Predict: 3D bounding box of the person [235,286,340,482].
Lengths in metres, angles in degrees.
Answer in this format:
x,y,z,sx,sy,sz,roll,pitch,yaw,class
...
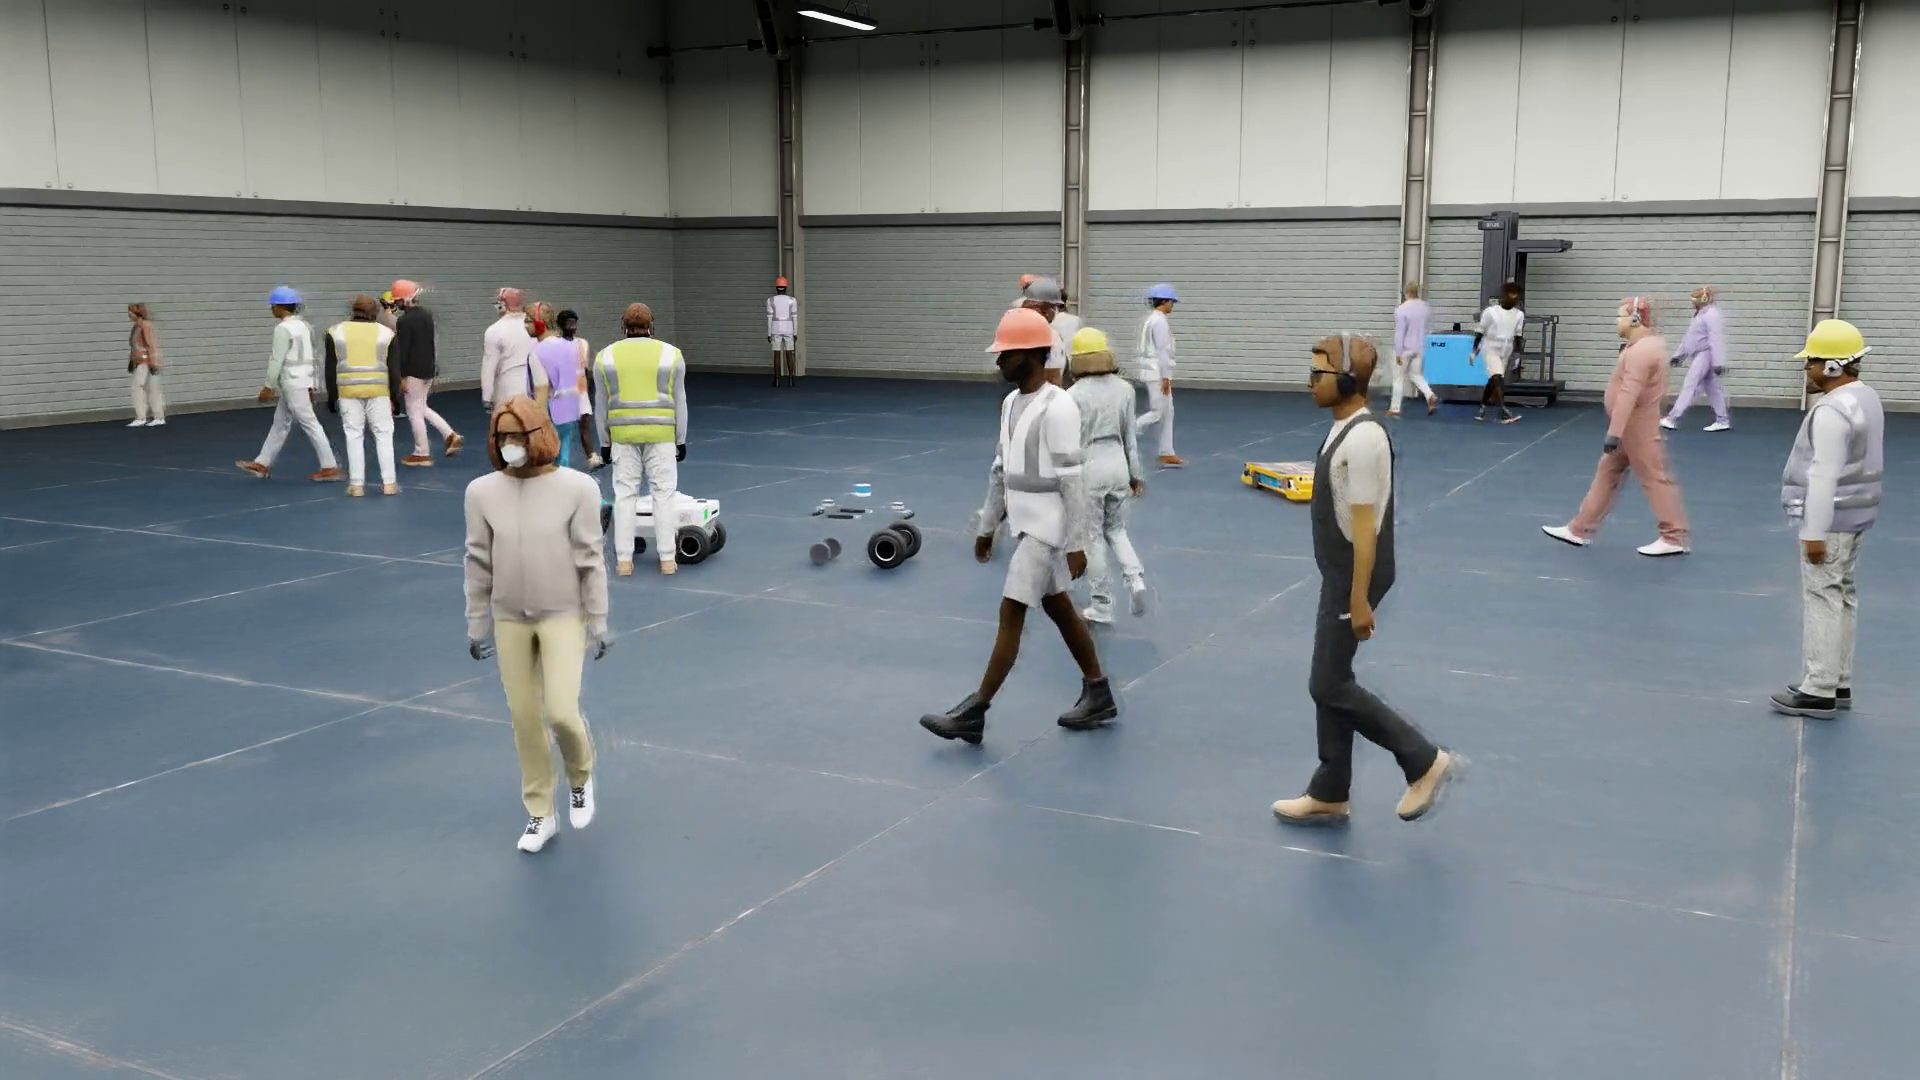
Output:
x,y,z,sx,sy,sz,roll,pitch,yaw,class
-6.549,-1.504,16.138,1.028,1.886,0.609,-1,9,-8,person

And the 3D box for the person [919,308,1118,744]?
x,y,z,sx,sy,sz,roll,pitch,yaw,class
0.299,-0.065,7.294,0.994,1.882,0.566,-3,10,-20,person

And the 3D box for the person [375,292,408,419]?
x,y,z,sx,sy,sz,roll,pitch,yaw,class
-7.929,-2.575,23.177,0.518,1.757,0.341,5,11,29,person

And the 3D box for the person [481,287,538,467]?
x,y,z,sx,sy,sz,roll,pitch,yaw,class
-4.064,-1.345,15.144,0.413,1.894,0.676,7,12,38,person

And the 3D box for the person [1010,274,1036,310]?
x,y,z,sx,sy,sz,roll,pitch,yaw,class
1.058,-2.729,23.374,0.771,2.004,0.406,5,10,26,person

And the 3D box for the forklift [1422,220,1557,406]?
x,y,z,sx,sy,sz,roll,pitch,yaw,class
8.245,-3.527,25.720,1.873,2.768,1.129,5,10,27,forklift

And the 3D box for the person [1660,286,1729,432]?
x,y,z,sx,sy,sz,roll,pitch,yaw,class
9.398,-2.304,21.220,1.015,1.852,0.651,2,9,14,person

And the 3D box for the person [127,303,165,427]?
x,y,z,sx,sy,sz,roll,pitch,yaw,class
-10.770,-2.281,21.786,0.636,1.618,0.513,-7,11,-35,person

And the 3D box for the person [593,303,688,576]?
x,y,z,sx,sy,sz,roll,pitch,yaw,class
-2.158,-0.685,11.302,0.619,1.836,0.431,-1,9,-3,person

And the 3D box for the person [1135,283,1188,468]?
x,y,z,sx,sy,sz,roll,pitch,yaw,class
1.988,-1.708,17.334,0.748,1.918,0.619,1,9,4,person

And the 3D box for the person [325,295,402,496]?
x,y,z,sx,sy,sz,roll,pitch,yaw,class
-5.446,-1.314,15.232,0.663,1.819,0.430,-3,10,-18,person

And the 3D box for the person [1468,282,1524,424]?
x,y,z,sx,sy,sz,roll,pitch,yaw,class
7.287,-2.544,22.578,0.664,1.892,0.989,-3,10,-16,person

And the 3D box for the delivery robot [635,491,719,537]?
x,y,z,sx,sy,sz,roll,pitch,yaw,class
-2.100,-0.177,11.920,0.707,0.478,0.477,1,9,7,delivery robot

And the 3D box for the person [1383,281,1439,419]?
x,y,z,sx,sy,sz,roll,pitch,yaw,class
6.262,-2.613,22.942,0.635,1.915,0.788,-6,11,-31,person

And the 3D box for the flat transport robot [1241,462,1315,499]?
x,y,z,sx,sy,sz,roll,pitch,yaw,class
3.170,-0.567,15.486,0.652,0.197,1.431,-2,9,-10,flat transport robot

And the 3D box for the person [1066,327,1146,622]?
x,y,z,sx,sy,sz,roll,pitch,yaw,class
0.821,-0.361,9.601,0.513,1.717,0.473,-5,10,-26,person

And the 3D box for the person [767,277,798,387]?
x,y,z,sx,sy,sz,roll,pitch,yaw,class
-3.159,-3.699,29.550,0.551,1.937,0.357,-2,9,-11,person

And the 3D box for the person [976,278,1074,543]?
x,y,z,sx,sy,sz,roll,pitch,yaw,class
0.500,-0.972,12.545,0.911,2.000,0.692,-4,10,-24,person

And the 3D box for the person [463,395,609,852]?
x,y,z,sx,sy,sz,roll,pitch,yaw,class
-1.497,0.300,5.848,0.518,1.618,0.354,1,9,7,person

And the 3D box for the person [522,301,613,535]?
x,y,z,sx,sy,sz,roll,pitch,yaw,class
-3.014,-0.876,12.483,0.679,1.824,0.586,2,10,15,person

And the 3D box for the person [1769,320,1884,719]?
x,y,z,sx,sy,sz,roll,pitch,yaw,class
4.018,-0.099,7.706,0.403,1.826,0.597,9,13,43,person

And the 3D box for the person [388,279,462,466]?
x,y,z,sx,sy,sz,roll,pitch,yaw,class
-5.660,-1.753,17.484,0.580,1.961,0.619,2,9,10,person

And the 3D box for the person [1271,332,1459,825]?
x,y,z,sx,sy,sz,roll,pitch,yaw,class
1.480,0.162,6.061,0.560,1.834,0.510,1,9,9,person

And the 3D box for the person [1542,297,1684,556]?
x,y,z,sx,sy,sz,roll,pitch,yaw,class
4.813,-0.821,12.047,0.984,1.849,0.671,4,10,21,person

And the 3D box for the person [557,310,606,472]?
x,y,z,sx,sy,sz,roll,pitch,yaw,class
-3.976,-1.520,16.979,0.548,1.642,0.884,-9,13,-43,person

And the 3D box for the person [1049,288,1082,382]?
x,y,z,sx,sy,sz,roll,pitch,yaw,class
1.149,-1.902,18.712,0.549,1.857,0.473,-6,11,-31,person

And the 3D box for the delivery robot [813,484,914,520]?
x,y,z,sx,sy,sz,roll,pitch,yaw,class
-0.682,-0.279,11.740,0.698,0.223,0.335,2,9,13,delivery robot
